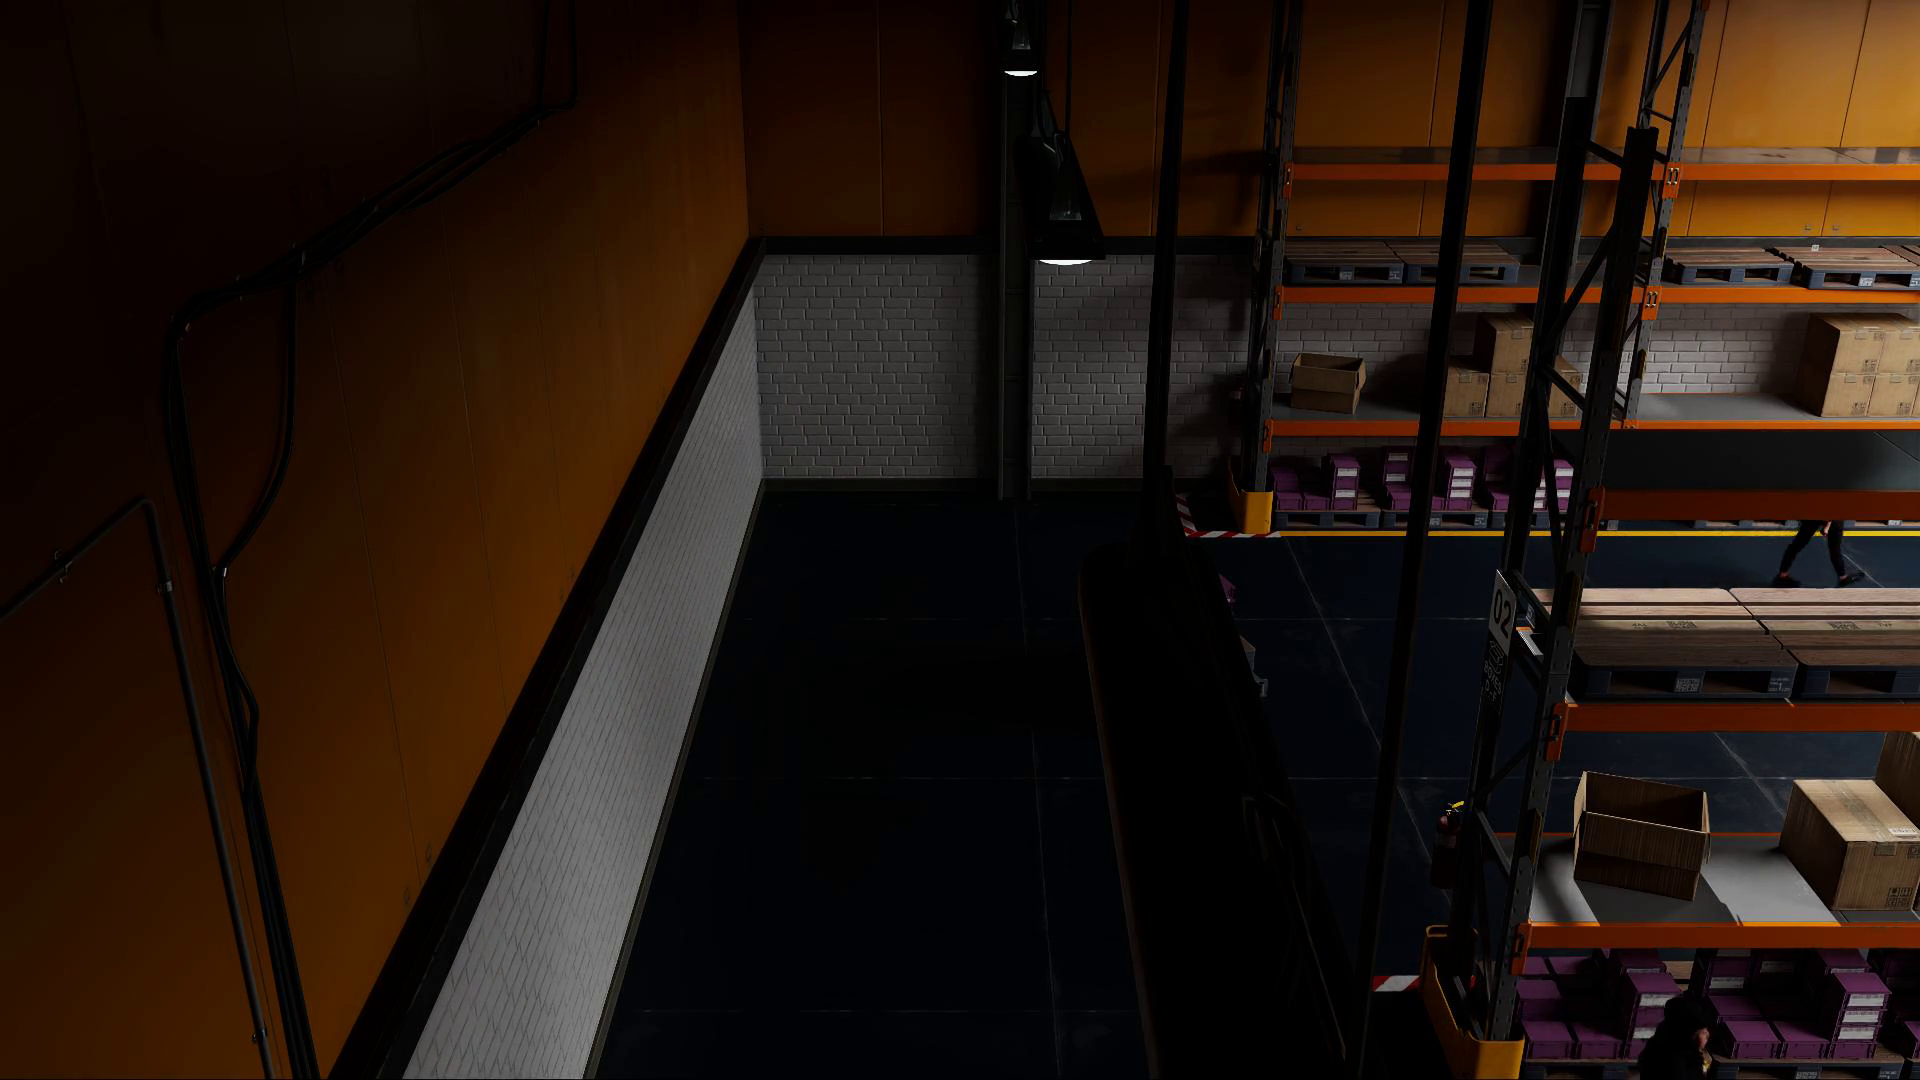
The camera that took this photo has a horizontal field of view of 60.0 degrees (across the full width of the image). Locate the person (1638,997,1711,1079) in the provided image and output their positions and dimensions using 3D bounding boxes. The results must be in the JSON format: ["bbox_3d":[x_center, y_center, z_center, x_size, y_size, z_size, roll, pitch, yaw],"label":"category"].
[{"bbox_3d":[3.722,3.207,9.094,1.176,1.637,1.011,13,27,27],"label":"person"}]
